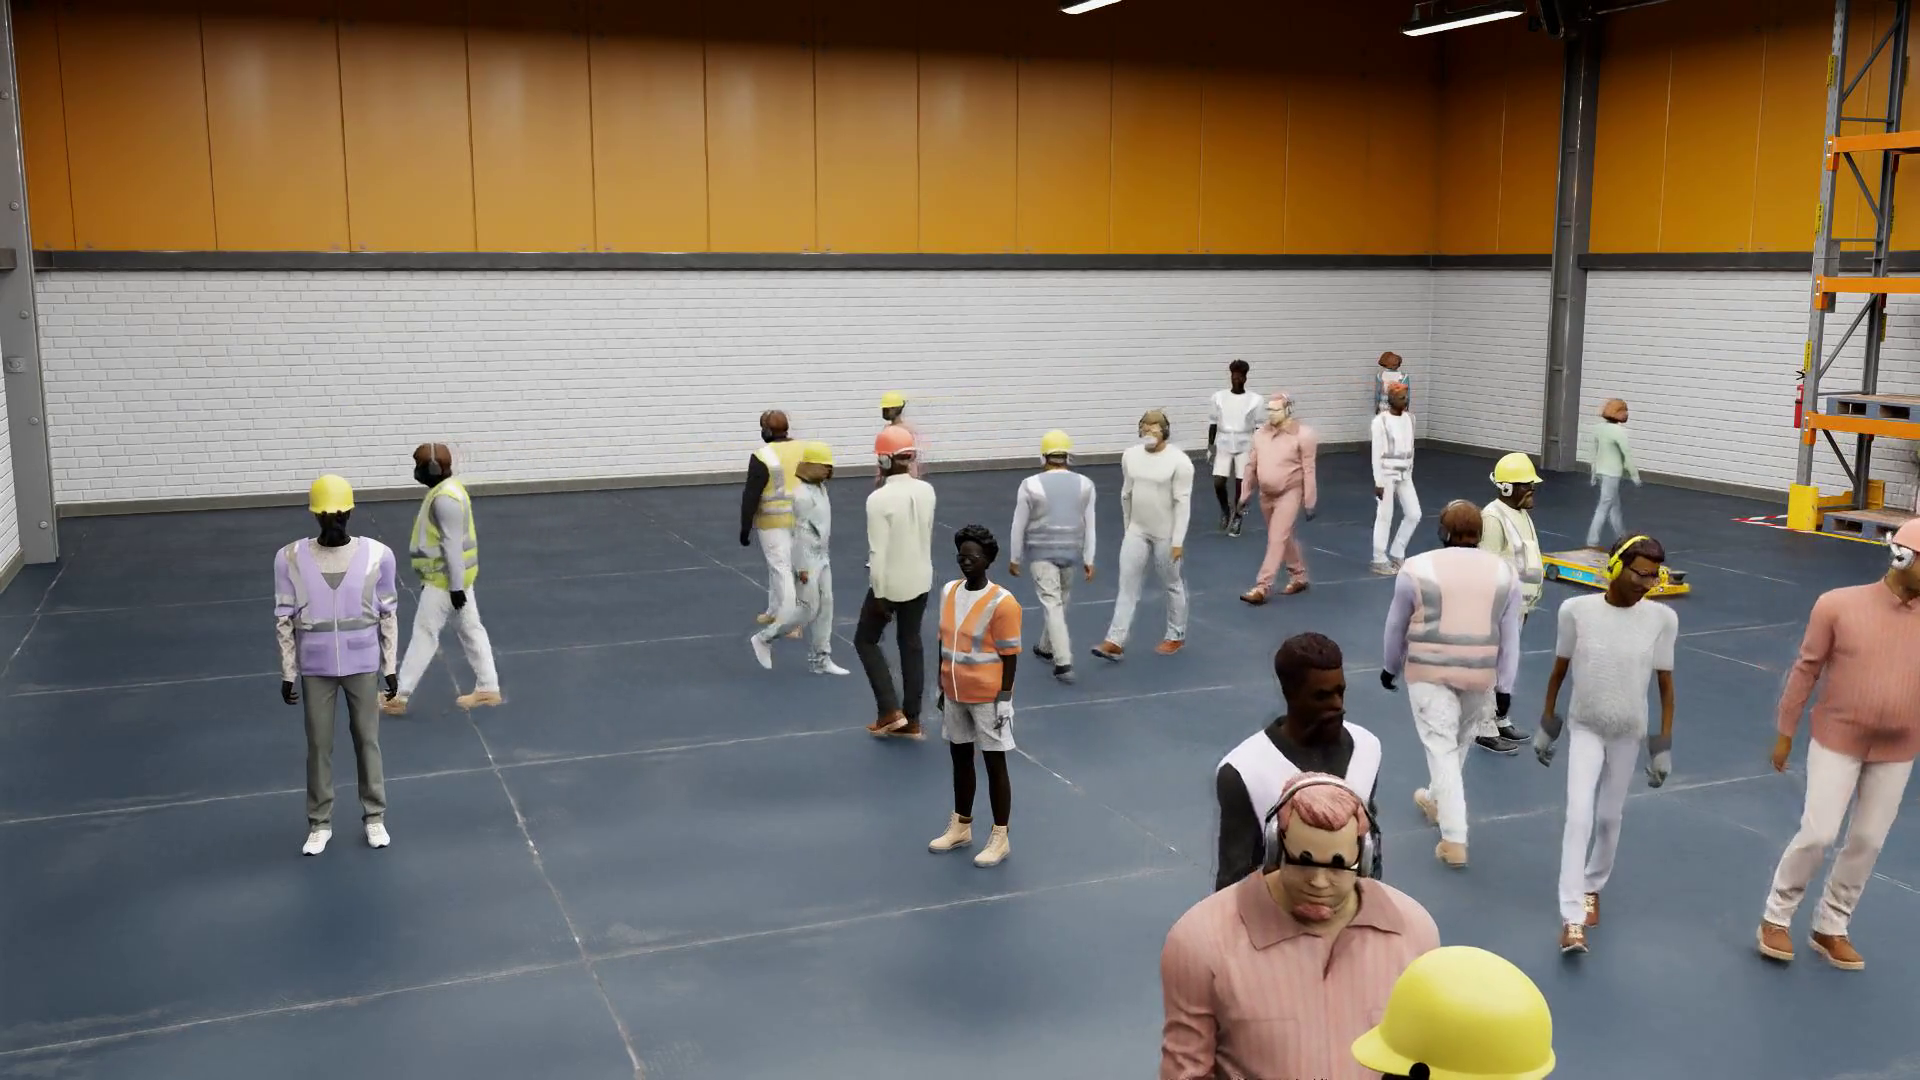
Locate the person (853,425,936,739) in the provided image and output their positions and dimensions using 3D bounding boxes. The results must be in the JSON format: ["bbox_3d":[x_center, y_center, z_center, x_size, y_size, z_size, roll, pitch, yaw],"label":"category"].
[{"bbox_3d":[-0.396,0.271,10.381,0.620,1.976,0.442,-9,13,-43],"label":"person"}]

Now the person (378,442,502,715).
[{"bbox_3d":[-3.518,0.256,11.012,0.933,1.795,0.659,-2,10,-14],"label":"person"}]

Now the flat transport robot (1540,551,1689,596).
[{"bbox_3d":[5.968,0.292,15.424,0.652,0.197,1.431,-4,10,-21],"label":"flat transport robot"}]

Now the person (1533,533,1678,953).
[{"bbox_3d":[2.785,0.880,7.187,0.561,1.816,0.931,3,10,17],"label":"person"}]

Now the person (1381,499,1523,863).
[{"bbox_3d":[2.492,0.685,8.474,0.616,1.794,0.984,-1,9,-4],"label":"person"}]

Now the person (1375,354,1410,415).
[{"bbox_3d":[6.475,-1.959,24.929,0.525,1.639,0.307,5,11,29],"label":"person"}]

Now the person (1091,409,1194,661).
[{"bbox_3d":[1.392,-0.018,12.394,0.641,1.891,0.985,7,12,38],"label":"person"}]

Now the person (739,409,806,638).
[{"bbox_3d":[-1.537,-0.141,13.350,0.728,1.818,0.662,7,12,37],"label":"person"}]

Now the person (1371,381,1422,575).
[{"bbox_3d":[4.173,-0.579,15.875,0.600,1.863,0.507,-6,11,-33],"label":"person"}]

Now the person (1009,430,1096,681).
[{"bbox_3d":[0.674,0.099,12.052,0.600,1.787,0.959,-3,10,-18],"label":"person"}]

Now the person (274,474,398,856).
[{"bbox_3d":[-3.136,0.622,8.411,0.586,1.929,0.361,-3,10,-19],"label":"person"}]

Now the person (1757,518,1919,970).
[{"bbox_3d":[3.794,0.859,6.941,0.687,1.938,0.400,2,10,10],"label":"person"}]

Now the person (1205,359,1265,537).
[{"bbox_3d":[2.991,-0.993,18.123,0.650,1.948,0.421,3,10,19],"label":"person"}]

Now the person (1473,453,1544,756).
[{"bbox_3d":[3.352,0.378,10.175,0.403,1.835,0.588,6,11,34],"label":"person"}]

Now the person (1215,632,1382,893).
[{"bbox_3d":[1.009,1.187,5.116,0.598,1.887,0.839,-6,11,-32],"label":"person"}]

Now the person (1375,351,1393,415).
[{"bbox_3d":[6.629,-2.116,25.891,0.279,1.634,0.498,-3,10,-17],"label":"person"}]

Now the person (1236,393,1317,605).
[{"bbox_3d":[2.801,-0.378,14.719,1.040,1.847,0.654,-7,12,-38],"label":"person"}]

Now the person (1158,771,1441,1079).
[{"bbox_3d":[0.752,1.425,3.634,0.646,1.900,0.401,-2,10,-10],"label":"person"}]

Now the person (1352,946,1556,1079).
[{"bbox_3d":[0.784,1.571,2.662,0.363,1.928,0.587,0,9,3],"label":"person"}]

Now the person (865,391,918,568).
[{"bbox_3d":[-0.709,-0.577,16.226,0.771,1.734,0.557,-5,11,-27],"label":"person"}]

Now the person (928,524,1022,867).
[{"bbox_3d":[0.073,0.761,8.262,0.538,1.700,0.317,9,13,43],"label":"person"}]

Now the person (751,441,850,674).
[{"bbox_3d":[-1.147,0.141,11.987,0.618,1.724,0.487,2,10,14],"label":"person"}]

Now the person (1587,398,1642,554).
[{"bbox_3d":[6.796,-0.649,17.110,0.729,1.606,0.509,-1,9,-7],"label":"person"}]
